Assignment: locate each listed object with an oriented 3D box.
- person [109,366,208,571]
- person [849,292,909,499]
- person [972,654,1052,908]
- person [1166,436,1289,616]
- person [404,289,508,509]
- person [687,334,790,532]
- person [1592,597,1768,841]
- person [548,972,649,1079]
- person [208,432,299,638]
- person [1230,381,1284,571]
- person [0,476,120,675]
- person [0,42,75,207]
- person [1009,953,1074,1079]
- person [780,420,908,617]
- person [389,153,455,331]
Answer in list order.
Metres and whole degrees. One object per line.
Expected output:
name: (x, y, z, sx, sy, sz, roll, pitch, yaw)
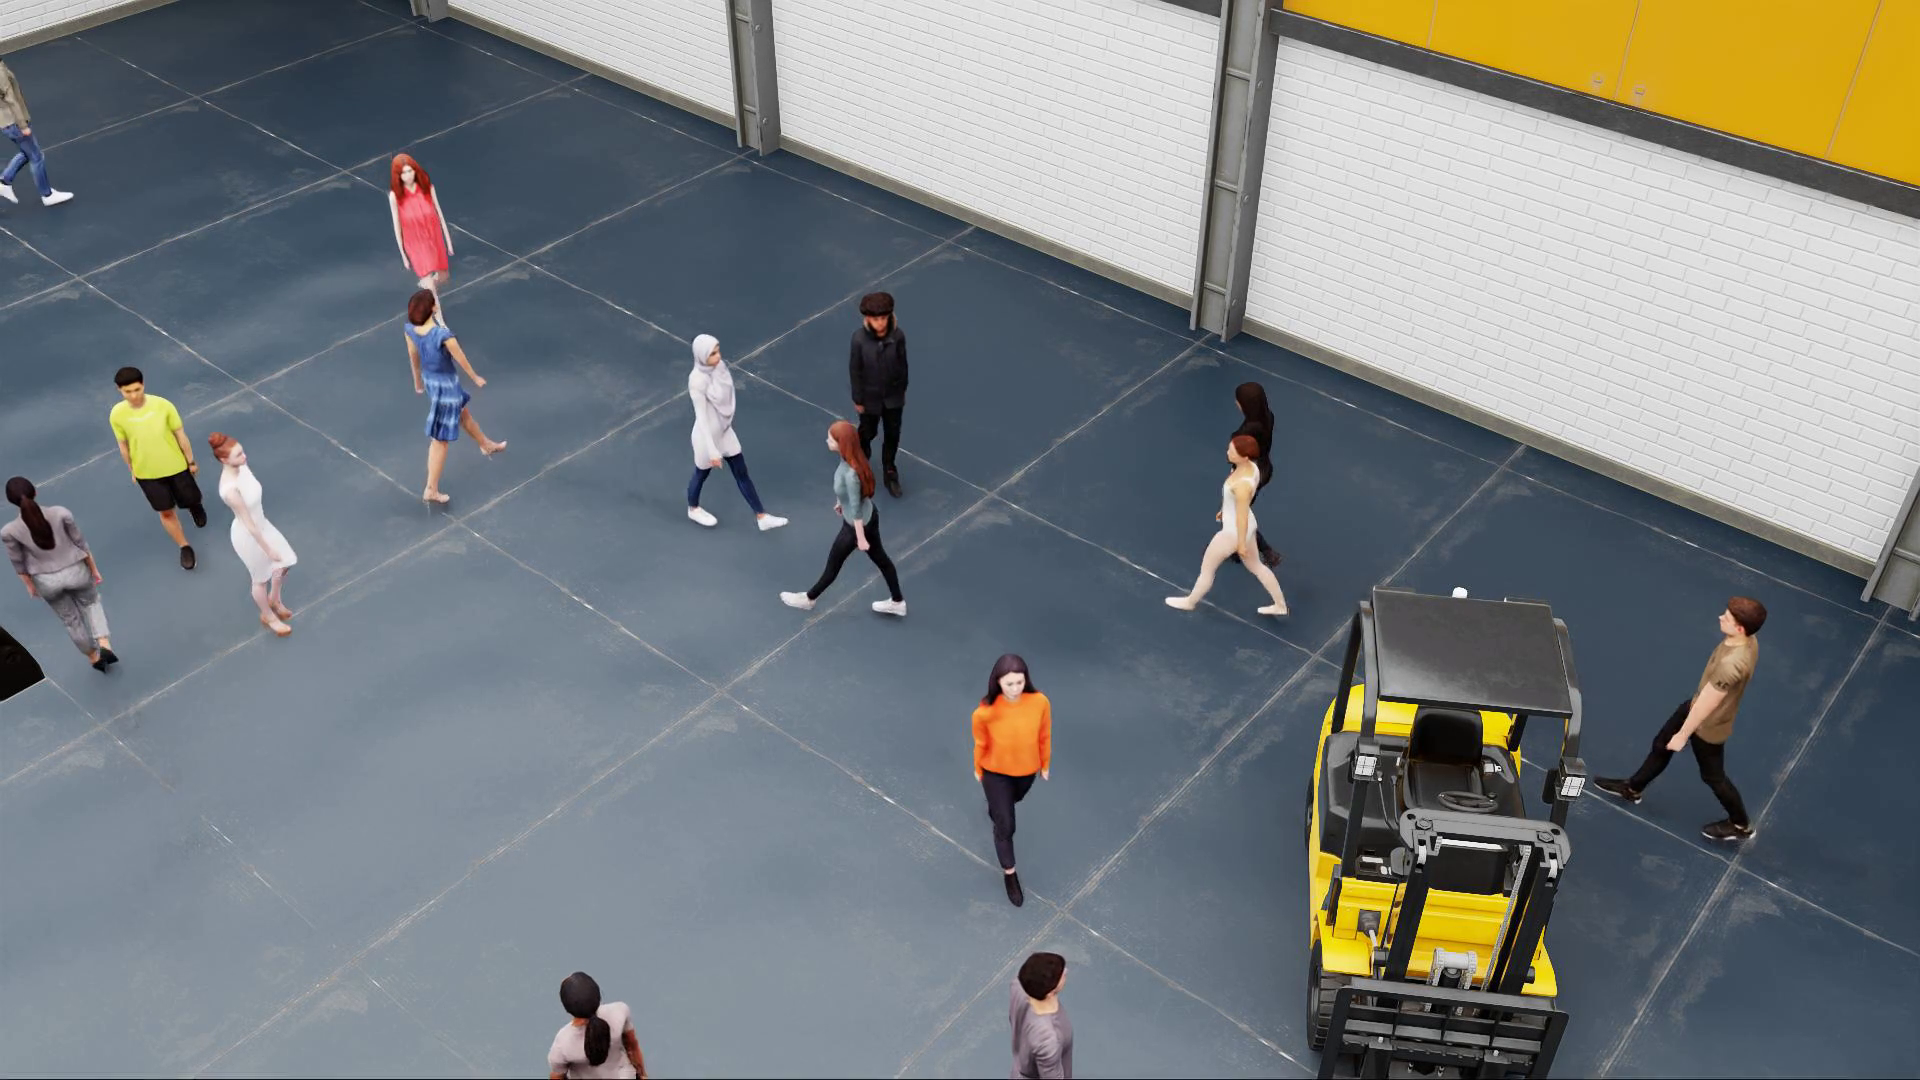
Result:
person: (-5.956, -0.596, 12.363, 0.848, 1.689, 0.989, -15, 41, -17)
person: (-0.647, -1.198, 13.058, 0.898, 1.764, 1.048, -13, 40, -15)
person: (0.279, 1.312, 9.951, 1.006, 1.719, 1.180, -11, 40, -13)
person: (2.051, -0.039, 11.742, 1.167, 1.595, 0.838, 12, 40, 15)
person: (-4.049, -1.052, 12.889, 1.153, 1.747, 0.783, 23, 44, 26)
person: (-1.941, -0.792, 12.572, 1.149, 1.735, 0.800, 17, 42, 20)
person: (4.638, 1.137, 10.096, 1.304, 1.811, 0.898, 17, 42, 20)
person: (-1.692, 2.779, 8.131, 1.119, 1.698, 0.666, 30, 47, 32)
person: (-4.992, 0.001, 11.540, 0.754, 1.785, 0.697, -3, 39, -4)
person: (2.201, -0.426, 12.207, 0.795, 1.618, 0.572, 27, 46, 30)
person: (-6.047, 0.311, 11.247, 0.688, 1.665, 0.696, -23, 44, -26)
person: (-9.623, -4.196, 16.744, 0.875, 1.849, 0.932, -26, 45, -28)
person: (0.393, 2.643, 8.175, 0.809, 1.856, 0.683, -12, 40, -14)
person: (-0.635, -0.098, 11.739, 1.211, 1.690, 1.044, 3, 39, 4)
person: (-4.775, -2.616, 14.800, 0.784, 1.805, 1.068, -23, 44, -26)
